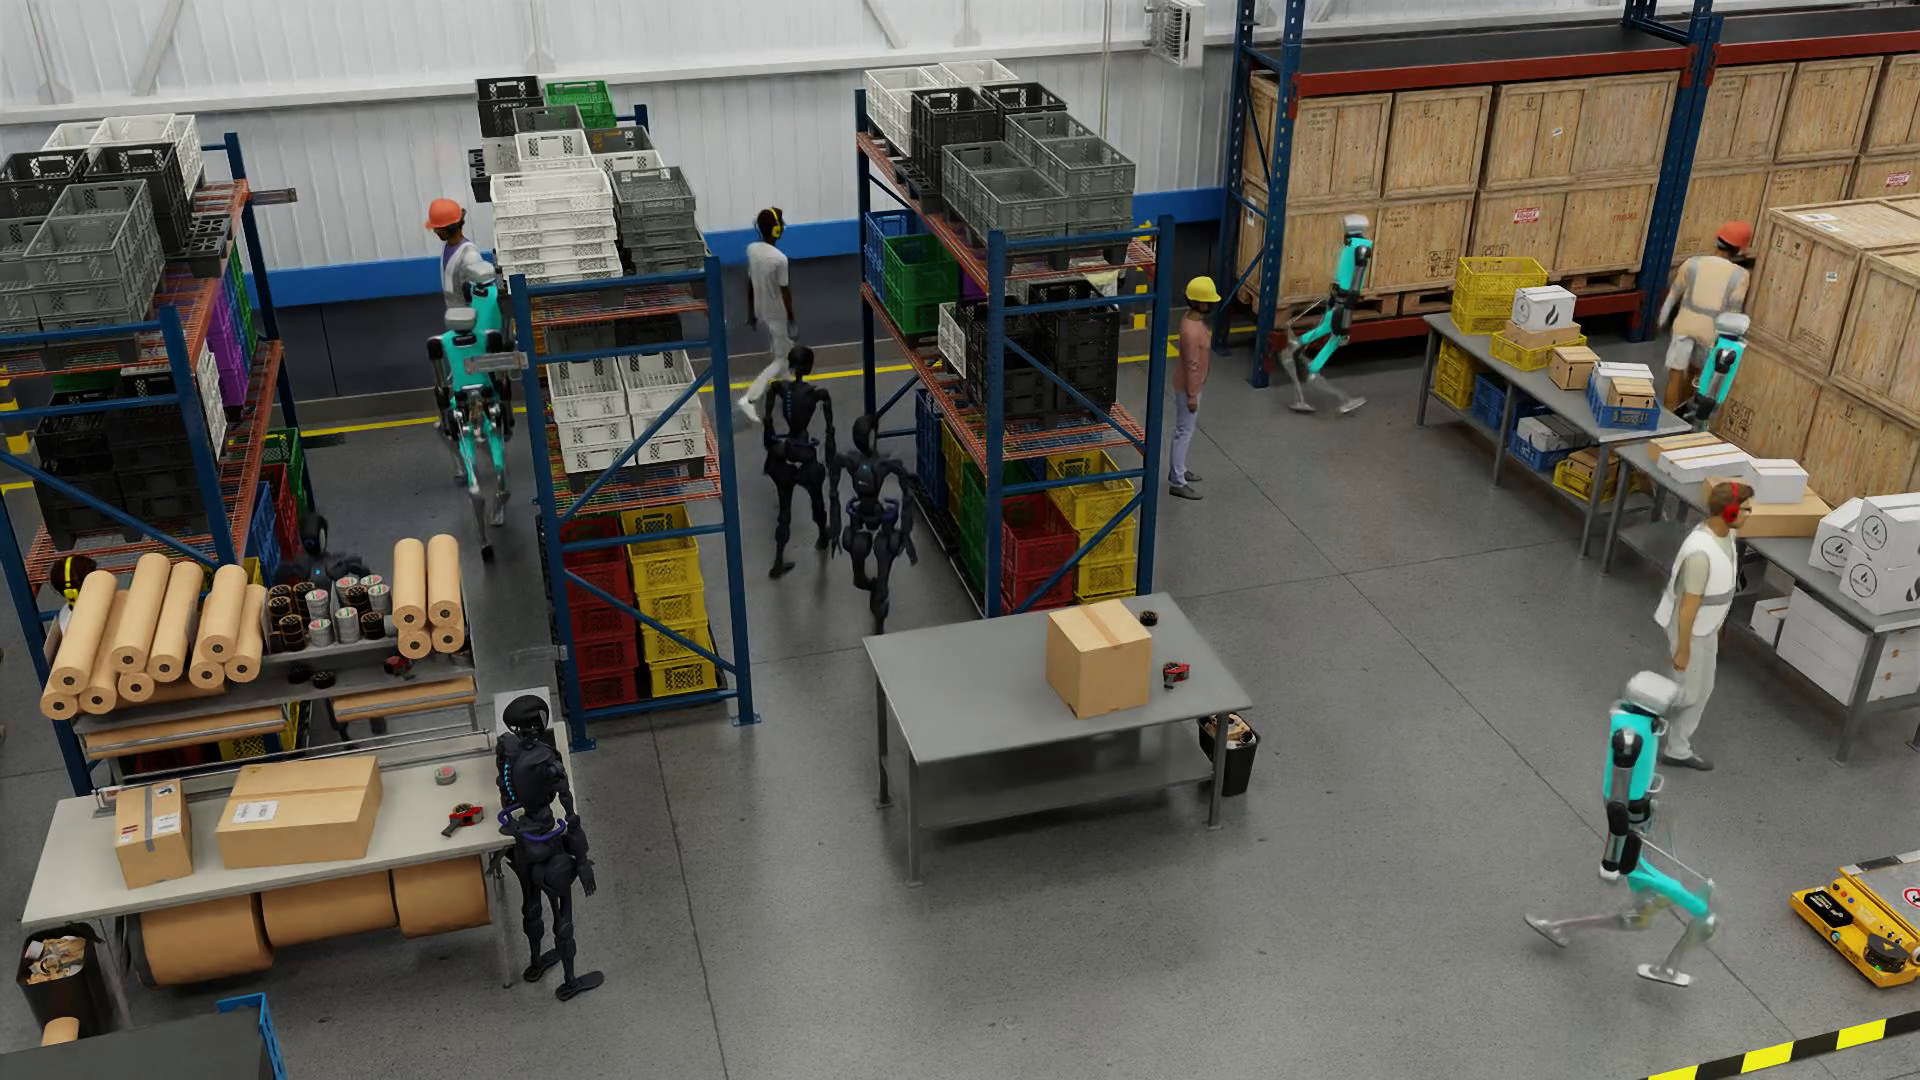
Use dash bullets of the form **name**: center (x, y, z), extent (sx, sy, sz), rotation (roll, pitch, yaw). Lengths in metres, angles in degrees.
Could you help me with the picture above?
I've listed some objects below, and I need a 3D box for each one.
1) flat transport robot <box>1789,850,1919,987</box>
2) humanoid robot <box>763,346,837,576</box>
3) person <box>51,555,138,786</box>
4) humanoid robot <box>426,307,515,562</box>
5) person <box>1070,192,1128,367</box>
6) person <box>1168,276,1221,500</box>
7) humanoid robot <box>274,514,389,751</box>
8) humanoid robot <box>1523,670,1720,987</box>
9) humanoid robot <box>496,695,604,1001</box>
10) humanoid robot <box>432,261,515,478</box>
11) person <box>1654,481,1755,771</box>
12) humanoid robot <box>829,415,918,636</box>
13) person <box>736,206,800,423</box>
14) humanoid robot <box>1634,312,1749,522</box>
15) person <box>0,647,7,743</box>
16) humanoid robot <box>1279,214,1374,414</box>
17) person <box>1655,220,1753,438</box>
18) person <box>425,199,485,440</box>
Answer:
- **flat transport robot**: center (5.163, 1.916, 8.676), extent (1.431, 0.231, 0.659), rotation (-8, 30, -14)
- **humanoid robot**: center (-1.146, -0.572, 11.801), extent (0.609, 1.609, 0.757), rotation (12, 31, 20)
- **person**: center (-4.504, 0.902, 8.858), extent (0.315, 1.869, 0.533), rotation (-11, 31, -19)
- **humanoid robot**: center (-3.452, -0.709, 11.980), extent (0.546, 1.812, 0.899), rotation (-9, 30, -15)
- **person**: center (1.193, -2.341, 14.788), extent (0.635, 1.841, 0.429), rotation (-12, 31, -21)
- **person**: center (1.792, -1.179, 12.751), extent (0.313, 1.767, 0.533), rotation (4, 29, 7)
- **humanoid robot**: center (-3.646, 0.556, 9.685), extent (0.600, 1.641, 0.434), rotation (-7, 29, -12)
- **humanoid robot**: center (3.353, 1.460, 8.006), extent (1.040, 1.750, 0.548), rotation (16, 32, 26)
- **humanoid robot**: center (-2.020, 1.461, 8.025), extent (0.599, 1.657, 0.315), rotation (21, 35, 34)
- **humanoid robot**: center (-3.806, -1.183, 12.869), extent (0.530, 1.820, 0.884), rotation (20, 34, 31)
- **person**: center (4.239, 0.509, 9.640), extent (0.591, 1.802, 0.641), rotation (22, 36, 34)
- **humanoid robot**: center (-0.541, -0.099, 10.900), extent (0.593, 1.638, 0.683), rotation (6, 29, 10)
- **person**: center (-1.591, -1.895, 13.986), extent (0.816, 1.821, 0.531), rotation (-24, 37, -37)
- **humanoid robot**: center (5.200, -0.849, 12.229), extent (0.803, 1.800, 0.530), rotation (14, 32, 24)
- **person**: center (-5.757, 0.636, 9.412), extent (0.522, 1.811, 0.908), rotation (-5, 29, -10)
- **humanoid robot**: center (3.051, -1.873, 14.027), extent (0.881, 1.740, 0.559), rotation (0, 29, -1)
- **person**: center (6.024, -1.708, 13.611), extent (0.627, 1.872, 1.002), rotation (14, 32, 24)
- **person**: center (-4.057, -1.808, 13.621), extent (0.388, 2.034, 0.604), rotation (-19, 34, -31)
